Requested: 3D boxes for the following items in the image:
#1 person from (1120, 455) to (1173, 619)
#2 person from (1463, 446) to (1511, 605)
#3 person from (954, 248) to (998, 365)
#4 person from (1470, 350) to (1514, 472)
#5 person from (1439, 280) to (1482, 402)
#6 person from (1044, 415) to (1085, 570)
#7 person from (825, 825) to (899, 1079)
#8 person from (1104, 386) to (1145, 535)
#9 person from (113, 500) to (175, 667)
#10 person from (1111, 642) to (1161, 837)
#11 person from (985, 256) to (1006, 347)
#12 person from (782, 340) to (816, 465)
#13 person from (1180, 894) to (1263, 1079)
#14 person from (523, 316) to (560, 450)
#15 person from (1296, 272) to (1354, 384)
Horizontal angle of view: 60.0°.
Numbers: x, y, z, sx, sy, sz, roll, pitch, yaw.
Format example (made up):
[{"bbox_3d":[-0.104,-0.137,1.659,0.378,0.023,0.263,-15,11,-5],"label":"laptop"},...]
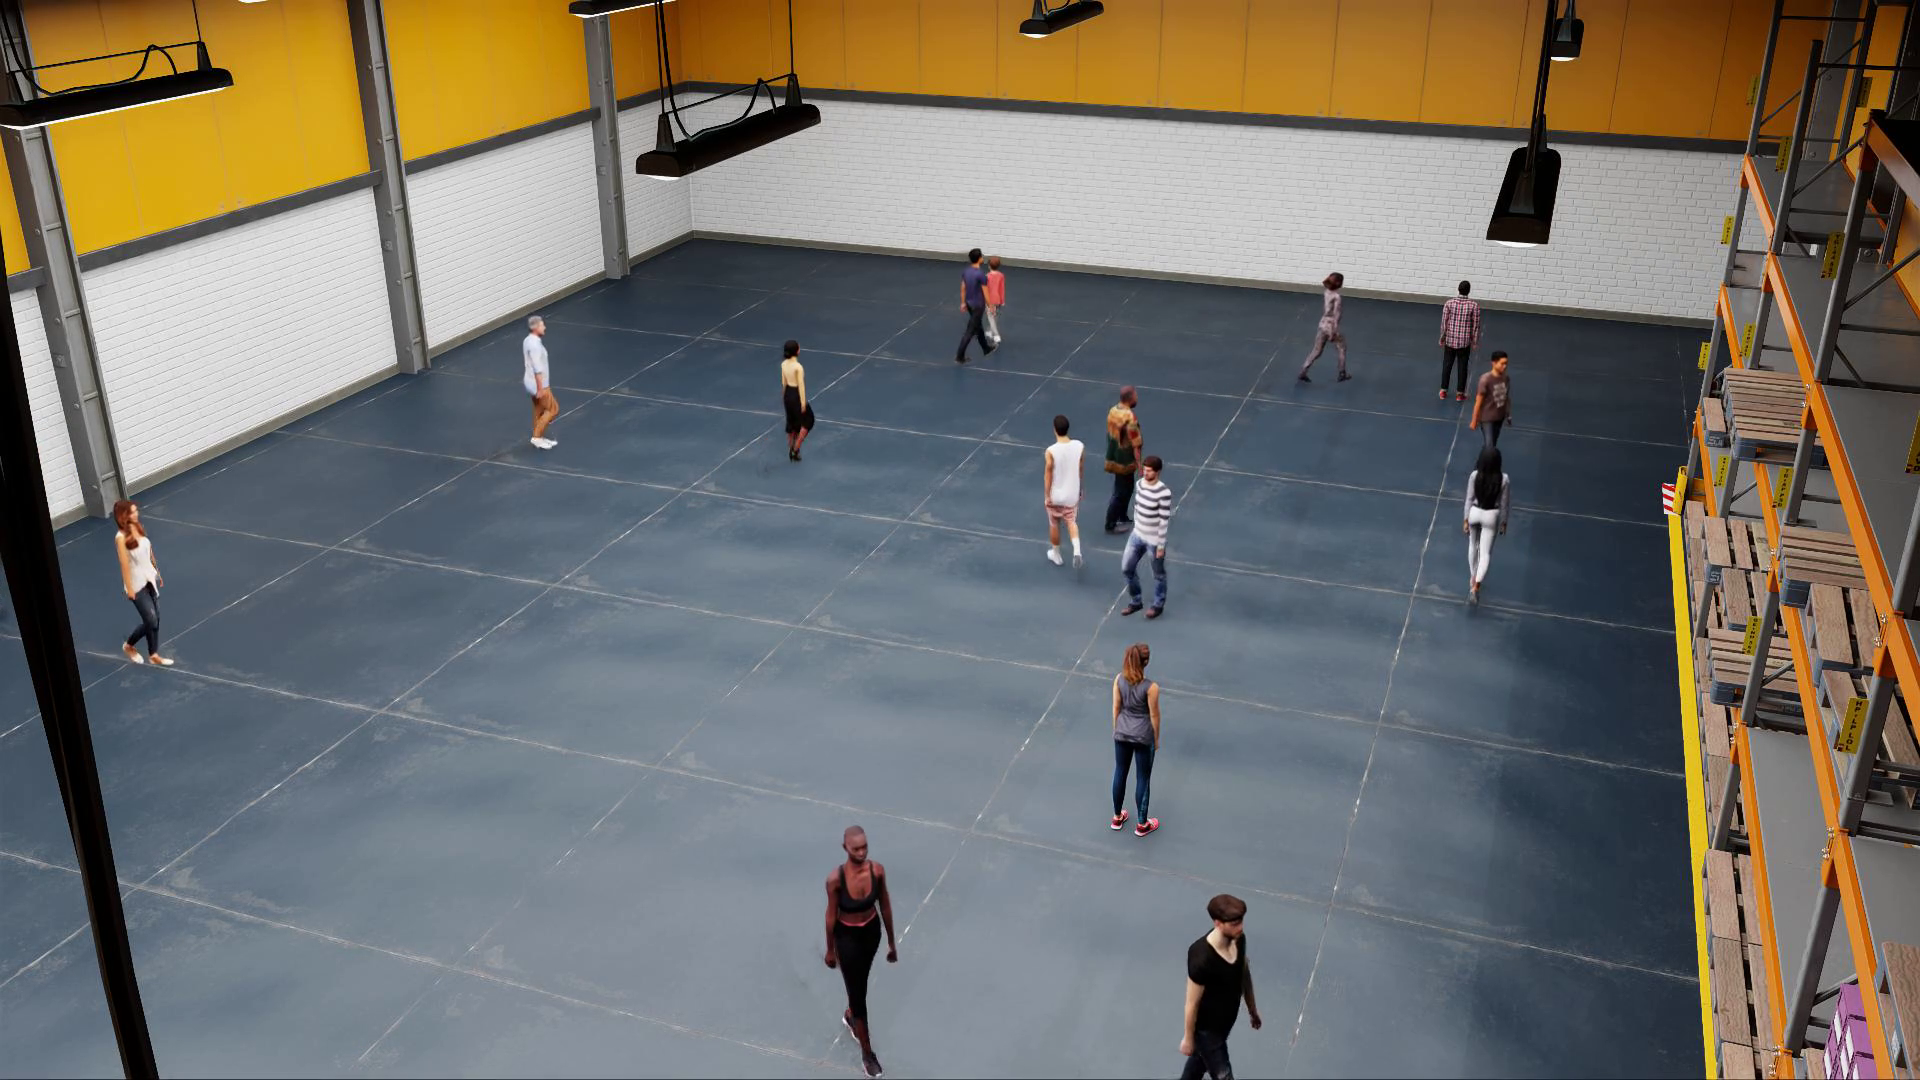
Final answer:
[{"bbox_3d":[2.047,-0.049,17.357,0.896,1.832,0.841,-18,30,-36],"label":"person"},{"bbox_3d":[5.574,-0.147,17.753,0.641,1.695,1.127,11,26,23],"label":"person"},{"bbox_3d":[0.171,-3.531,25.434,1.247,1.744,1.042,-18,29,-35],"label":"person"},{"bbox_3d":[6.598,-1.546,20.869,0.829,1.763,0.893,-13,27,-27],"label":"person"},{"bbox_3d":[7.169,-2.880,23.924,0.695,1.761,0.562,9,25,19],"label":"person"},{"bbox_3d":[1.181,-0.494,18.447,0.951,1.776,1.040,-8,25,-18],"label":"person"},{"bbox_3d":[-0.730,2.655,11.288,1.011,1.740,1.045,-12,26,-26],"label":"person"},{"bbox_3d":[1.812,-0.907,19.372,0.923,1.791,0.858,-6,24,-14],"label":"person"},{"bbox_3d":[-8.120,0.436,16.325,0.745,1.771,0.708,2,24,4],"label":"person"},{"bbox_3d":[1.438,1.623,13.670,0.602,1.722,0.583,13,27,28],"label":"person"},{"bbox_3d":[0.559,-3.784,26.446,0.903,1.397,0.982,-10,26,-22],"label":"person"},{"bbox_3d":[-2.190,-1.757,21.497,0.709,1.647,0.729,21,31,39],"label":"person"},{"bbox_3d":[1.500,2.971,10.397,0.933,1.874,0.968,17,29,33],"label":"person"},{"bbox_3d":[-5.658,-2.059,21.981,0.865,1.813,0.808,-11,26,-23],"label":"person"},{"bbox_3d":[5.351,-3.076,24.485,1.129,1.671,1.119,-8,25,-18],"label":"person"}]
